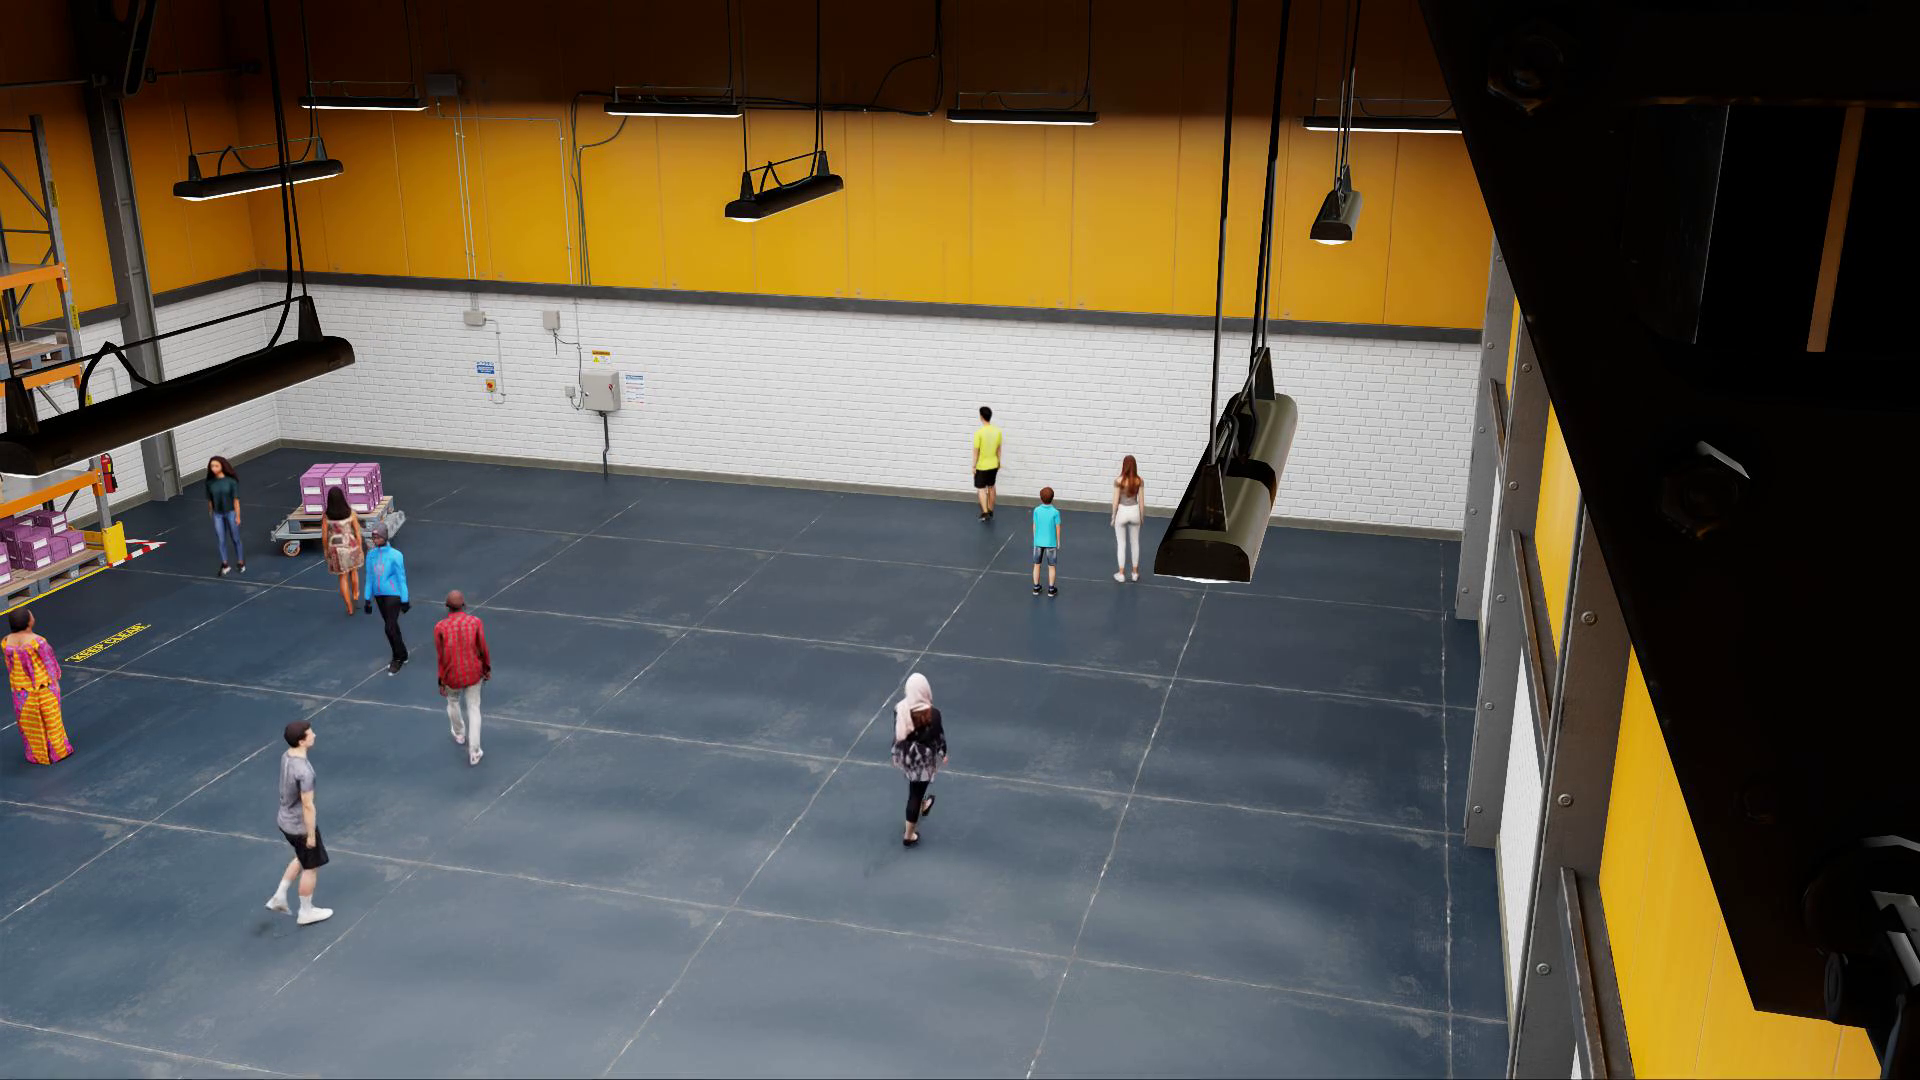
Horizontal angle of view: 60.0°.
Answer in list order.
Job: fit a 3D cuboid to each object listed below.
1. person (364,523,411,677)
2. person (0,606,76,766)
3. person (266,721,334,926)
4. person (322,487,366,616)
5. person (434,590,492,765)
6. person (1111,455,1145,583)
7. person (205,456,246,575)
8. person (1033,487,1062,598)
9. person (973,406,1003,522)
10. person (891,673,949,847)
[{"bbox_3d":[-6.528,0.631,19.201,0.651,1.779,0.777,8,20,22],"label":"person"},{"bbox_3d":[-9.425,1.441,16.942,0.688,1.686,0.700,2,19,5],"label":"person"},{"bbox_3d":[-5.591,2.386,13.889,0.963,1.843,0.900,-15,24,-37],"label":"person"},{"bbox_3d":[-7.733,0.153,20.863,0.946,1.624,1.042,-8,20,-22],"label":"person"},{"bbox_3d":[-5.035,1.407,16.876,1.029,1.792,1.176,-6,20,-18],"label":"person"},{"bbox_3d":[2.223,-0.294,22.033,0.667,1.724,0.649,-3,19,-9],"label":"person"},{"bbox_3d":[-9.877,-0.350,22.367,0.689,1.617,0.711,-2,19,-7],"label":"person"},{"bbox_3d":[1.105,0.009,21.567,0.508,1.448,0.479,5,19,15],"label":"person"},{"bbox_3d":[0.408,-1.135,24.539,0.831,1.718,0.892,-10,21,-27],"label":"person"},{"bbox_3d":[-0.425,2.046,15.275,0.775,1.603,1.071,9,21,26],"label":"person"}]
